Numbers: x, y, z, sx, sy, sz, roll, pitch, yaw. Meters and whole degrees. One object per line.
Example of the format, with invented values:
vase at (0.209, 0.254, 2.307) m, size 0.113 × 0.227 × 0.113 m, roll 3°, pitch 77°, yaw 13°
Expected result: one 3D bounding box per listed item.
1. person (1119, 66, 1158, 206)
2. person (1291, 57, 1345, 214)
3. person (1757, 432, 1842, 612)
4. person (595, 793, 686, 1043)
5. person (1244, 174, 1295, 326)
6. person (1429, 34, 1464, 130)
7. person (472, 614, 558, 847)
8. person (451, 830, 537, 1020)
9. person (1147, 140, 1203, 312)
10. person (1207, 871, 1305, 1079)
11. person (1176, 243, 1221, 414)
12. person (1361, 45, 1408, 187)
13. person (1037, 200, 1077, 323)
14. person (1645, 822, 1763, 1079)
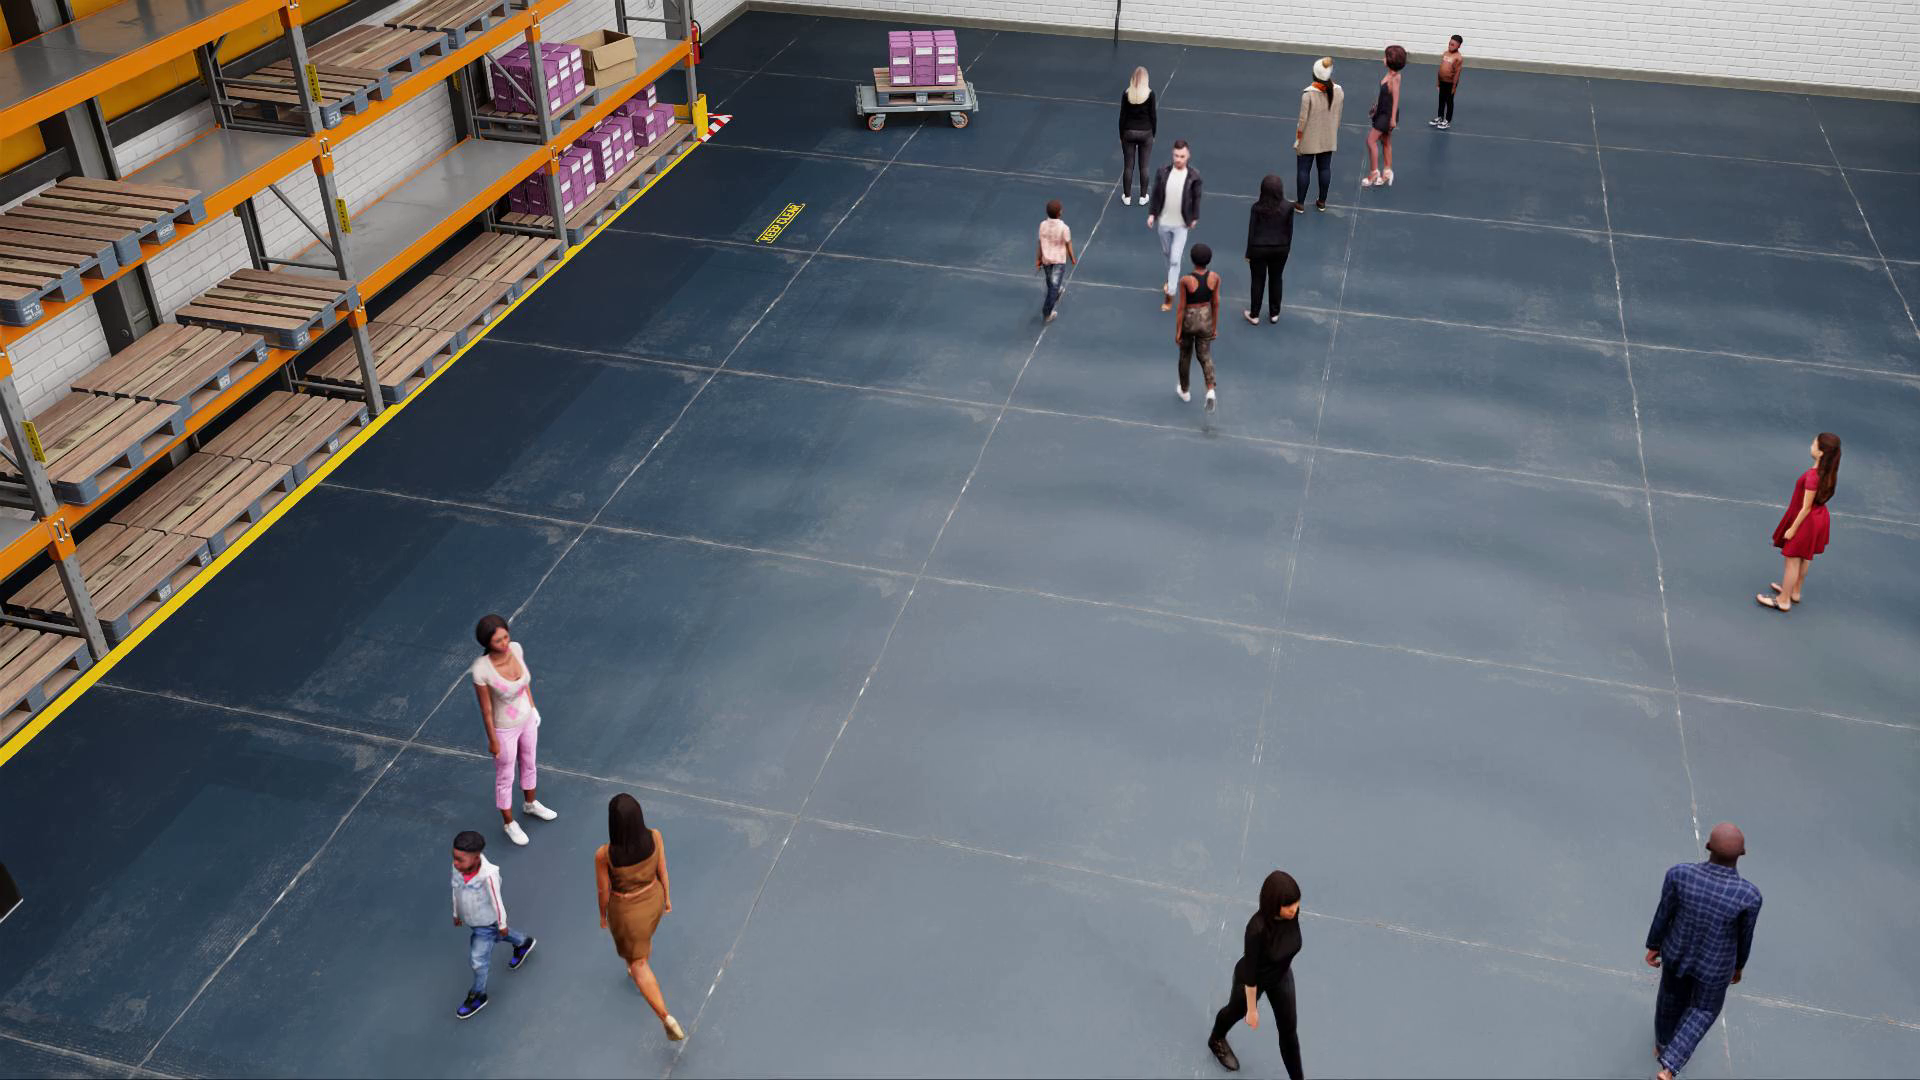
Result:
person at (2.142, -4.878, 20.108) m, size 0.624 × 1.685 × 0.561 m, roll 5°, pitch 34°, yaw 8°
person at (4.271, -4.856, 19.887) m, size 0.811 × 1.893 × 0.819 m, roll -6°, pitch 34°, yaw -9°
person at (6.678, -0.152, 13.118) m, size 0.672 × 1.552 × 0.733 m, roll -27°, pitch 42°, yaw -34°
person at (-1.824, 2.177, 9.521) m, size 1.028 × 1.655 × 1.032 m, roll -22°, pitch 39°, yaw -29°
person at (3.226, -3.034, 17.399) m, size 0.753 × 1.612 × 0.763 m, roll -5°, pitch 34°, yaw -8°
person at (6.629, -6.225, 22.523) m, size 0.648 × 1.255 × 0.584 m, roll -17°, pitch 37°, yaw -24°
person at (-2.940, 1.212, 10.896) m, size 0.697 × 1.741 × 0.535 m, roll 18°, pitch 38°, yaw 25°
person at (-2.794, 2.183, 9.885) m, size 0.687 × 1.243 × 0.939 m, roll 22°, pitch 39°, yaw 29°
person at (2.301, -3.433, 17.829) m, size 0.765 × 1.801 × 1.172 m, roll 12°, pitch 36°, yaw 18°
person at (1.615, 2.398, 9.234) m, size 1.042 × 1.604 × 1.068 m, roll -21°, pitch 39°, yaw -28°
person at (2.265, -1.968, 15.739) m, size 0.860 × 1.676 × 1.088 m, roll -5°, pitch 34°, yaw -8°
person at (5.349, -5.218, 20.538) m, size 0.664 × 1.776 × 0.609 m, roll 3°, pitch 34°, yaw 5°
person at (0.965, -2.918, 17.536) m, size 0.653 × 1.267 × 0.942 m, roll 17°, pitch 37°, yaw 24°
person at (4.046, 2.335, 9.155) m, size 0.857 × 1.798 × 1.025 m, roll 21°, pitch 39°, yaw 28°
